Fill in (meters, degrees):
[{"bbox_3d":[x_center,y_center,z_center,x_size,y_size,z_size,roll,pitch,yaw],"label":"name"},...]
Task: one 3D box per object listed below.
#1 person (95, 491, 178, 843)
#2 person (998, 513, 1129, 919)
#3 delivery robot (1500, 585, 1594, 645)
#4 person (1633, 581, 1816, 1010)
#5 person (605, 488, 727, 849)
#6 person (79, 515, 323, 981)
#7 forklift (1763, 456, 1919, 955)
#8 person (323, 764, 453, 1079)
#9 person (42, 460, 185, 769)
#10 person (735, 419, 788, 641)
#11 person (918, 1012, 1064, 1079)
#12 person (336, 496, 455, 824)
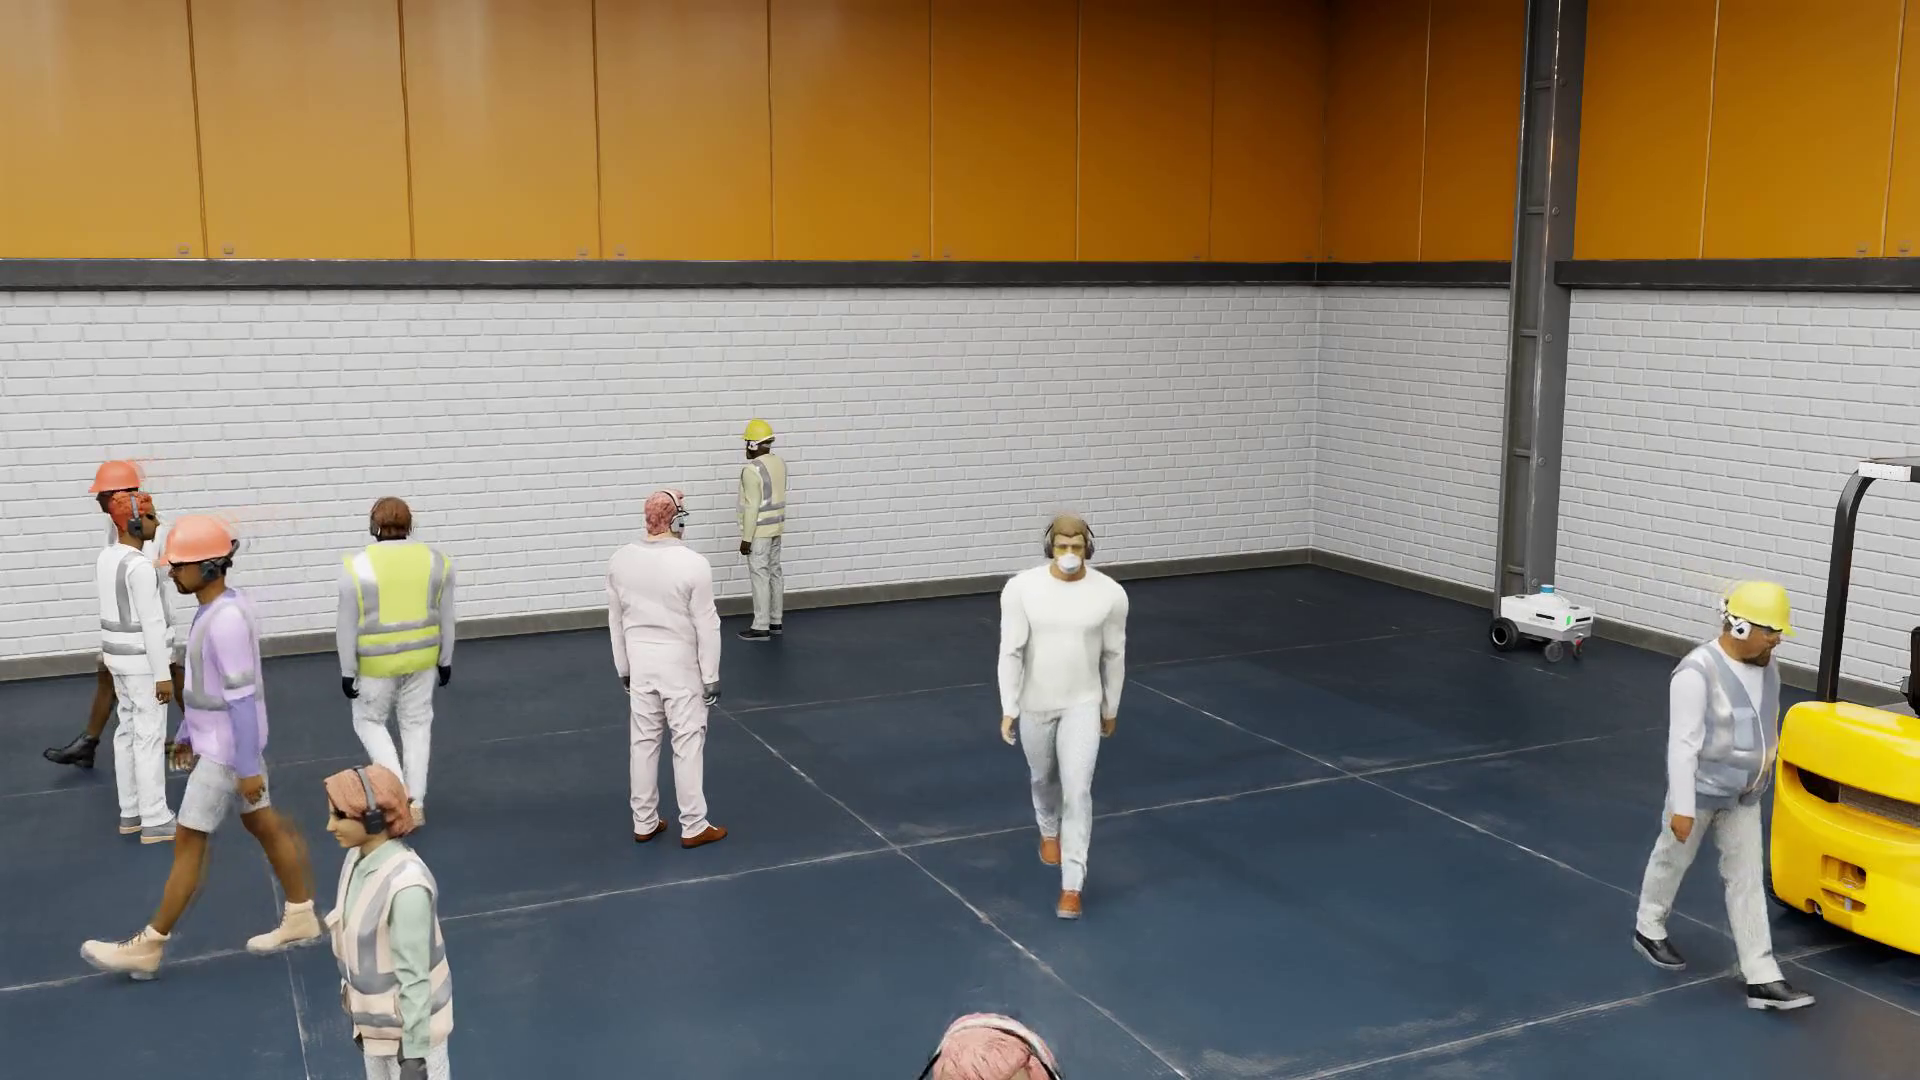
[{"bbox_3d":[-4.370,0.674,8.882,0.584,1.878,0.344,8,12,41],"label":"person"},{"bbox_3d":[0.505,0.789,8.165,0.627,1.900,1.023,1,9,4],"label":"person"},{"bbox_3d":[4.644,0.597,13.171,0.477,0.478,0.707,-6,11,-31],"label":"delivery robot"},{"bbox_3d":[3.198,1.042,6.962,0.623,1.770,0.912,-4,10,-24],"label":"person"},{"bbox_3d":[-1.529,0.677,8.786,0.645,1.908,0.408,4,10,22],"label":"person"},{"bbox_3d":[-3.302,0.887,7.187,0.991,1.994,0.627,-4,10,-22],"label":"person"},{"bbox_3d":[4.857,0.731,7.561,2.313,2.155,1.214,-4,10,-25],"label":"forklift"},{"bbox_3d":[-1.654,1.445,4.881,0.317,1.631,0.522,-7,12,-37],"label":"person"},{"bbox_3d":[-5.136,0.456,10.212,0.565,1.882,0.975,8,12,39],"label":"person"},{"bbox_3d":[-1.649,-0.089,13.749,0.404,1.837,0.592,3,10,20],"label":"person"},{"bbox_3d":[0.043,1.687,2.596,0.673,1.872,0.878,1,9,6],"label":"person"},{"bbox_3d":[-3.073,0.668,9.081,0.653,1.825,0.442,-7,11,-36],"label":"person"}]
